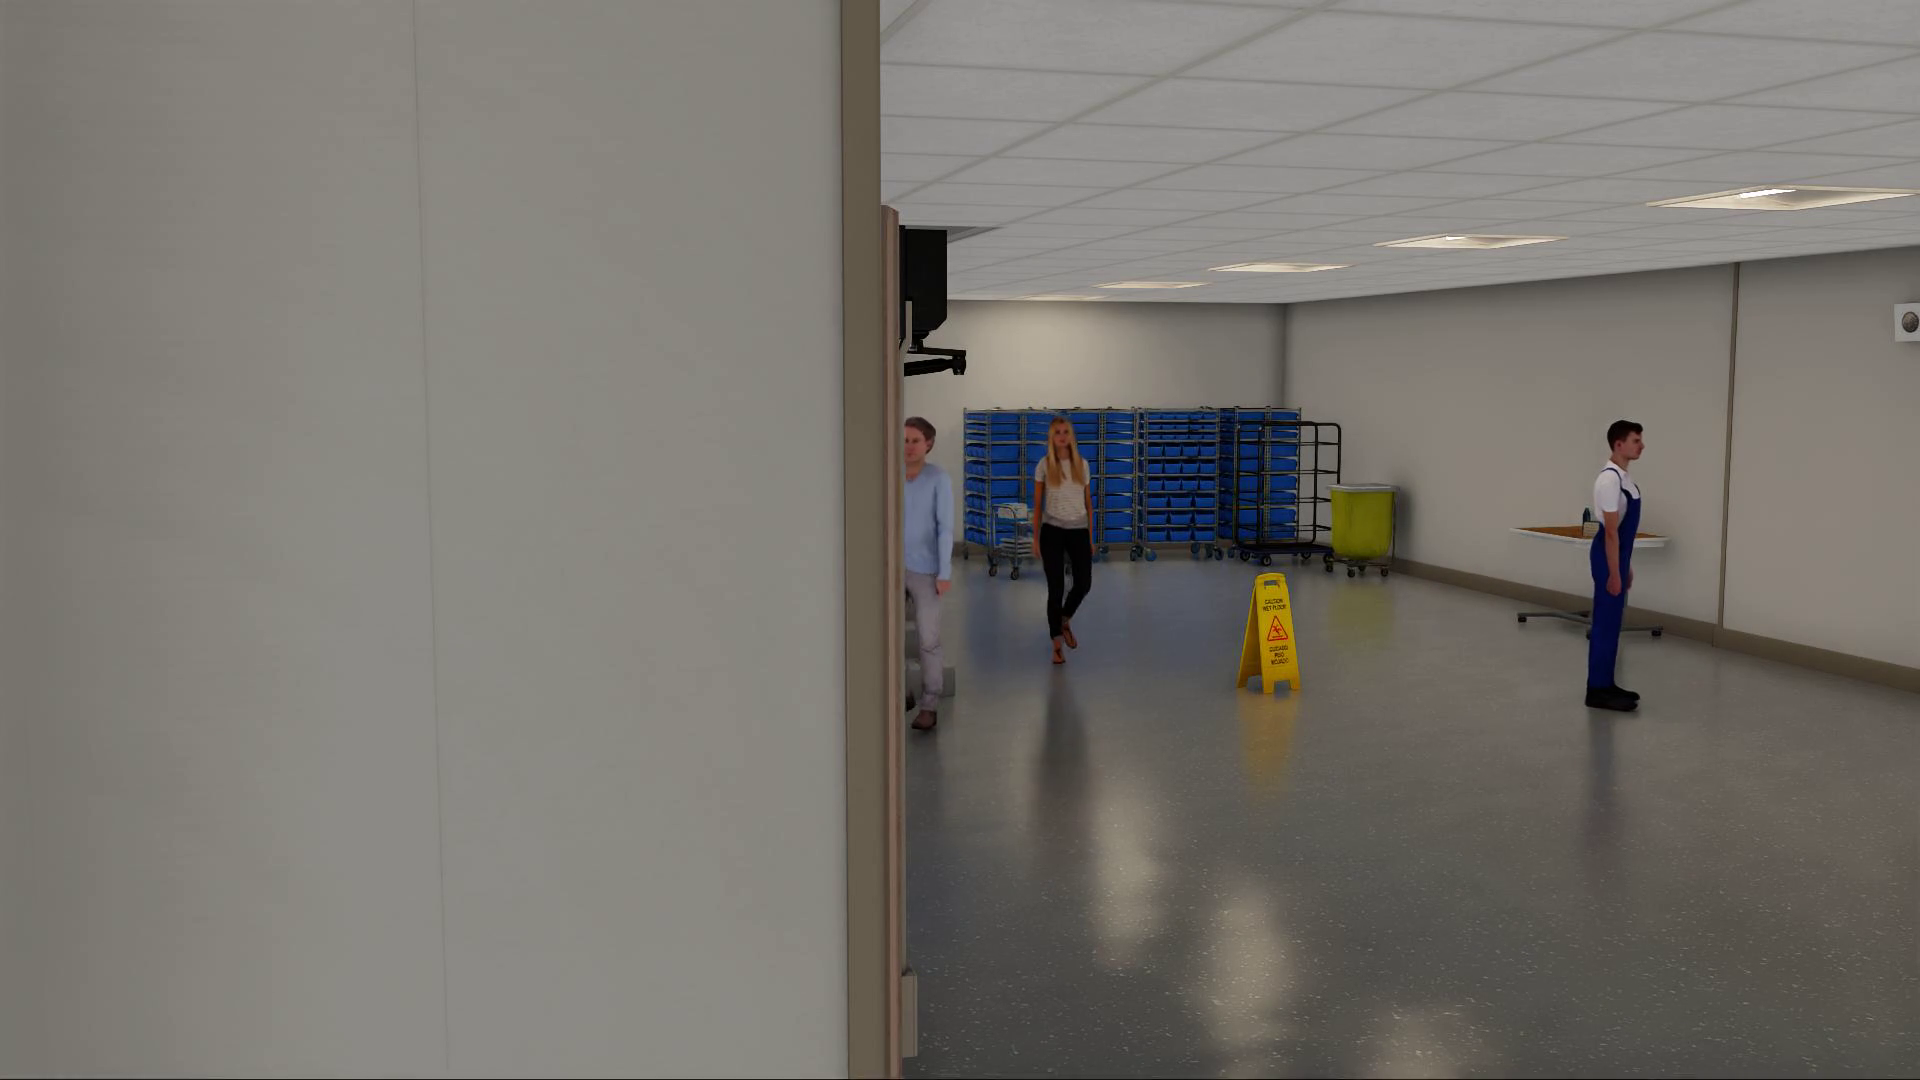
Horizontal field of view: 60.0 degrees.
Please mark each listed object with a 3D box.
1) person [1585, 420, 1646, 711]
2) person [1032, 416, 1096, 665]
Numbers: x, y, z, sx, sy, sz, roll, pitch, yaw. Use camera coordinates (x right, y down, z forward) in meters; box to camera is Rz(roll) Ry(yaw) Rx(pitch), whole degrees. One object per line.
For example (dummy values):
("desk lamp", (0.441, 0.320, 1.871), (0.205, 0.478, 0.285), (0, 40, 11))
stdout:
("person", (4.194, 0.145, 10.699), (0.769, 1.848, 0.707), (3, 7, 29))
("person", (0.746, -0.004, 12.342), (0.645, 1.814, 0.719), (-1, 6, -11))
